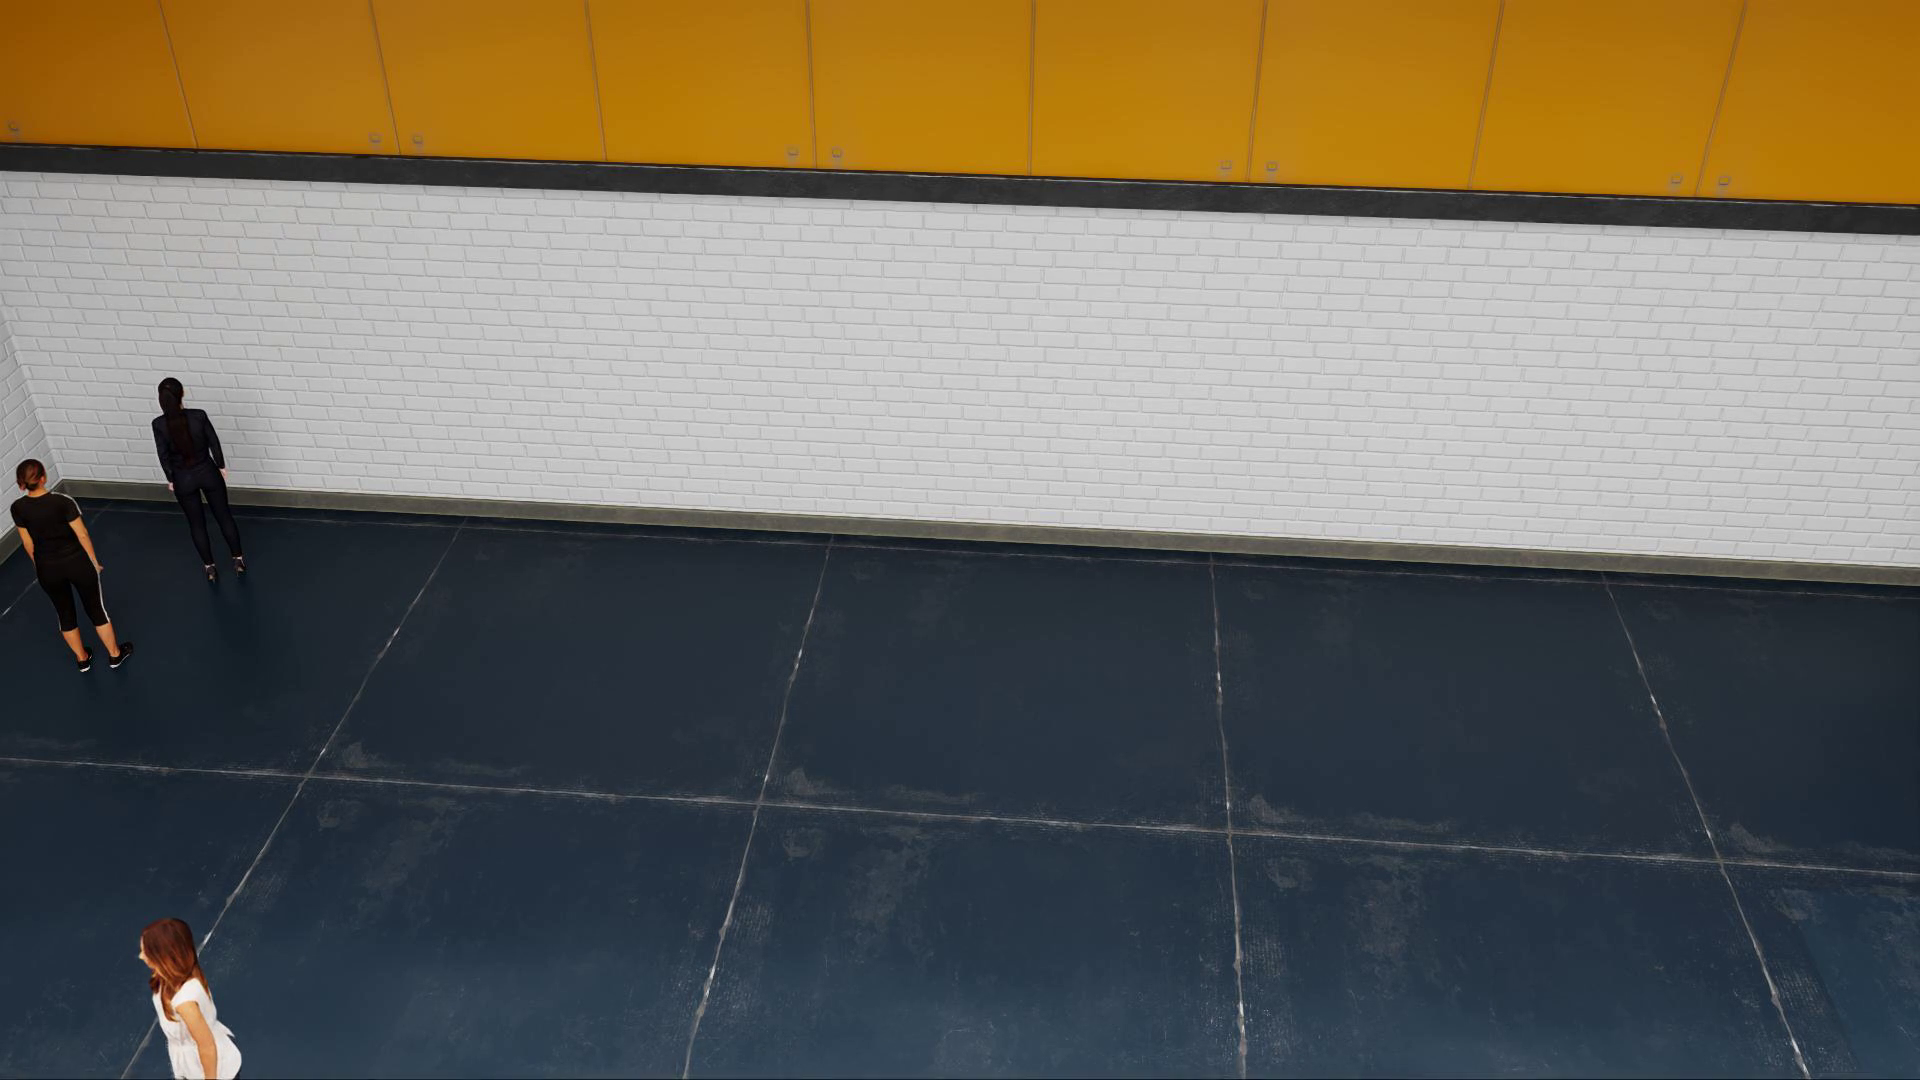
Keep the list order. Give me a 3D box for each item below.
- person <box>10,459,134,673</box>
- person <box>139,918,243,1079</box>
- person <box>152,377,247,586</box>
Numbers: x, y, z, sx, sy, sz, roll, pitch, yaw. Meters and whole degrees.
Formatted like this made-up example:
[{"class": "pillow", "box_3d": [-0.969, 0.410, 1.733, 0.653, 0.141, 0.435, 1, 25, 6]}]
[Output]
[{"class": "person", "box_3d": [-6.172, 0.174, 11.459, 0.627, 1.668, 0.590, -5, 34, -8]}, {"class": "person", "box_3d": [-3.564, 2.456, 7.922, 0.724, 1.785, 0.643, -20, 38, -27]}, {"class": "person", "box_3d": [-5.662, -0.450, 12.358, 0.643, 1.712, 0.654, -16, 37, -22]}]
